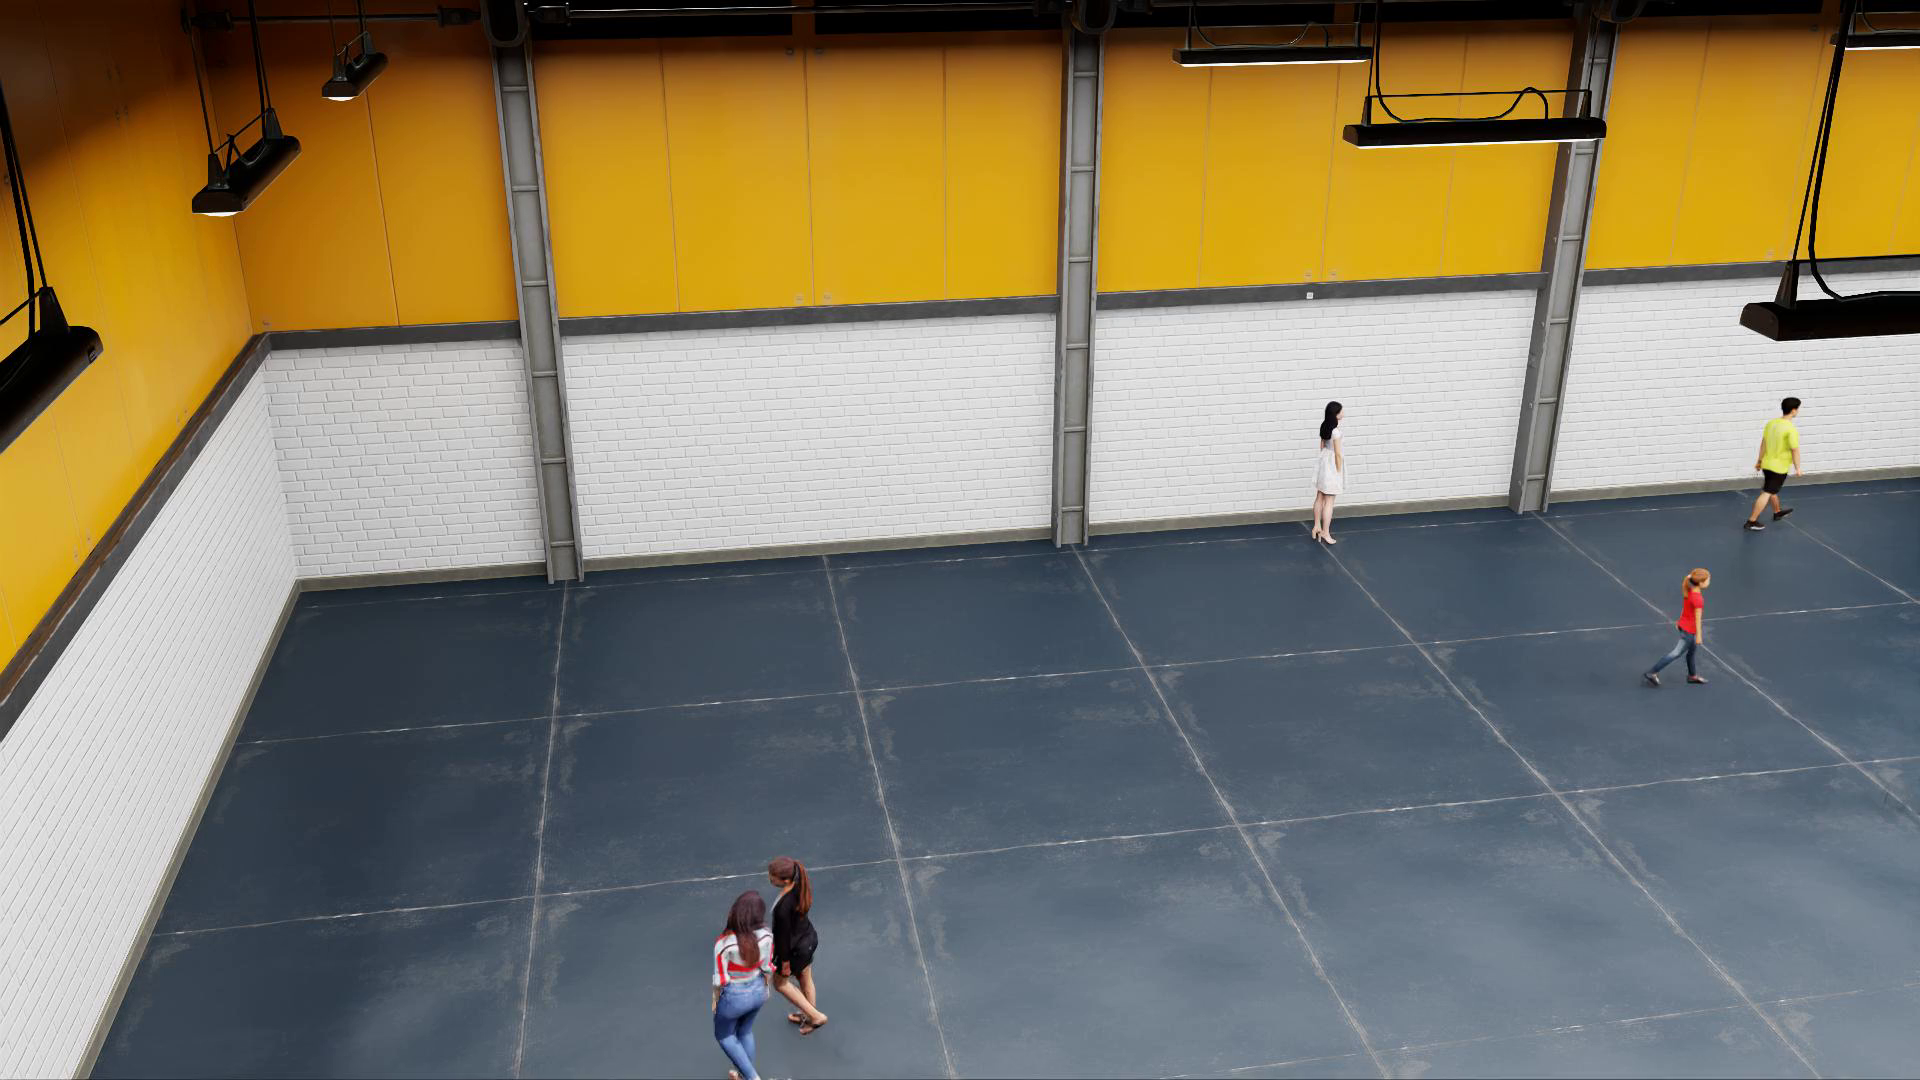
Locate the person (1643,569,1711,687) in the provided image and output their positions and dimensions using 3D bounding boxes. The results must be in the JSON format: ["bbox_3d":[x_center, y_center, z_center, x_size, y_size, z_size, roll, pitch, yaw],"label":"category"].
[{"bbox_3d":[7.218,0.890,16.654,0.944,1.293,0.660,3,24,6],"label":"person"}]

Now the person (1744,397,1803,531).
[{"bbox_3d":[9.886,-0.904,20.282,1.001,1.675,0.666,-5,24,-12],"label":"person"}]

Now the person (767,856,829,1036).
[{"bbox_3d":[-1.101,2.886,11.790,0.736,1.532,0.667,12,26,26],"label":"person"}]

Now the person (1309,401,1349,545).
[{"bbox_3d":[4.435,-0.819,19.964,0.654,1.775,0.665,-6,24,-14],"label":"person"}]

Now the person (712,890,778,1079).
[{"bbox_3d":[-1.420,3.099,11.237,0.823,1.584,0.768,18,29,35],"label":"person"}]
